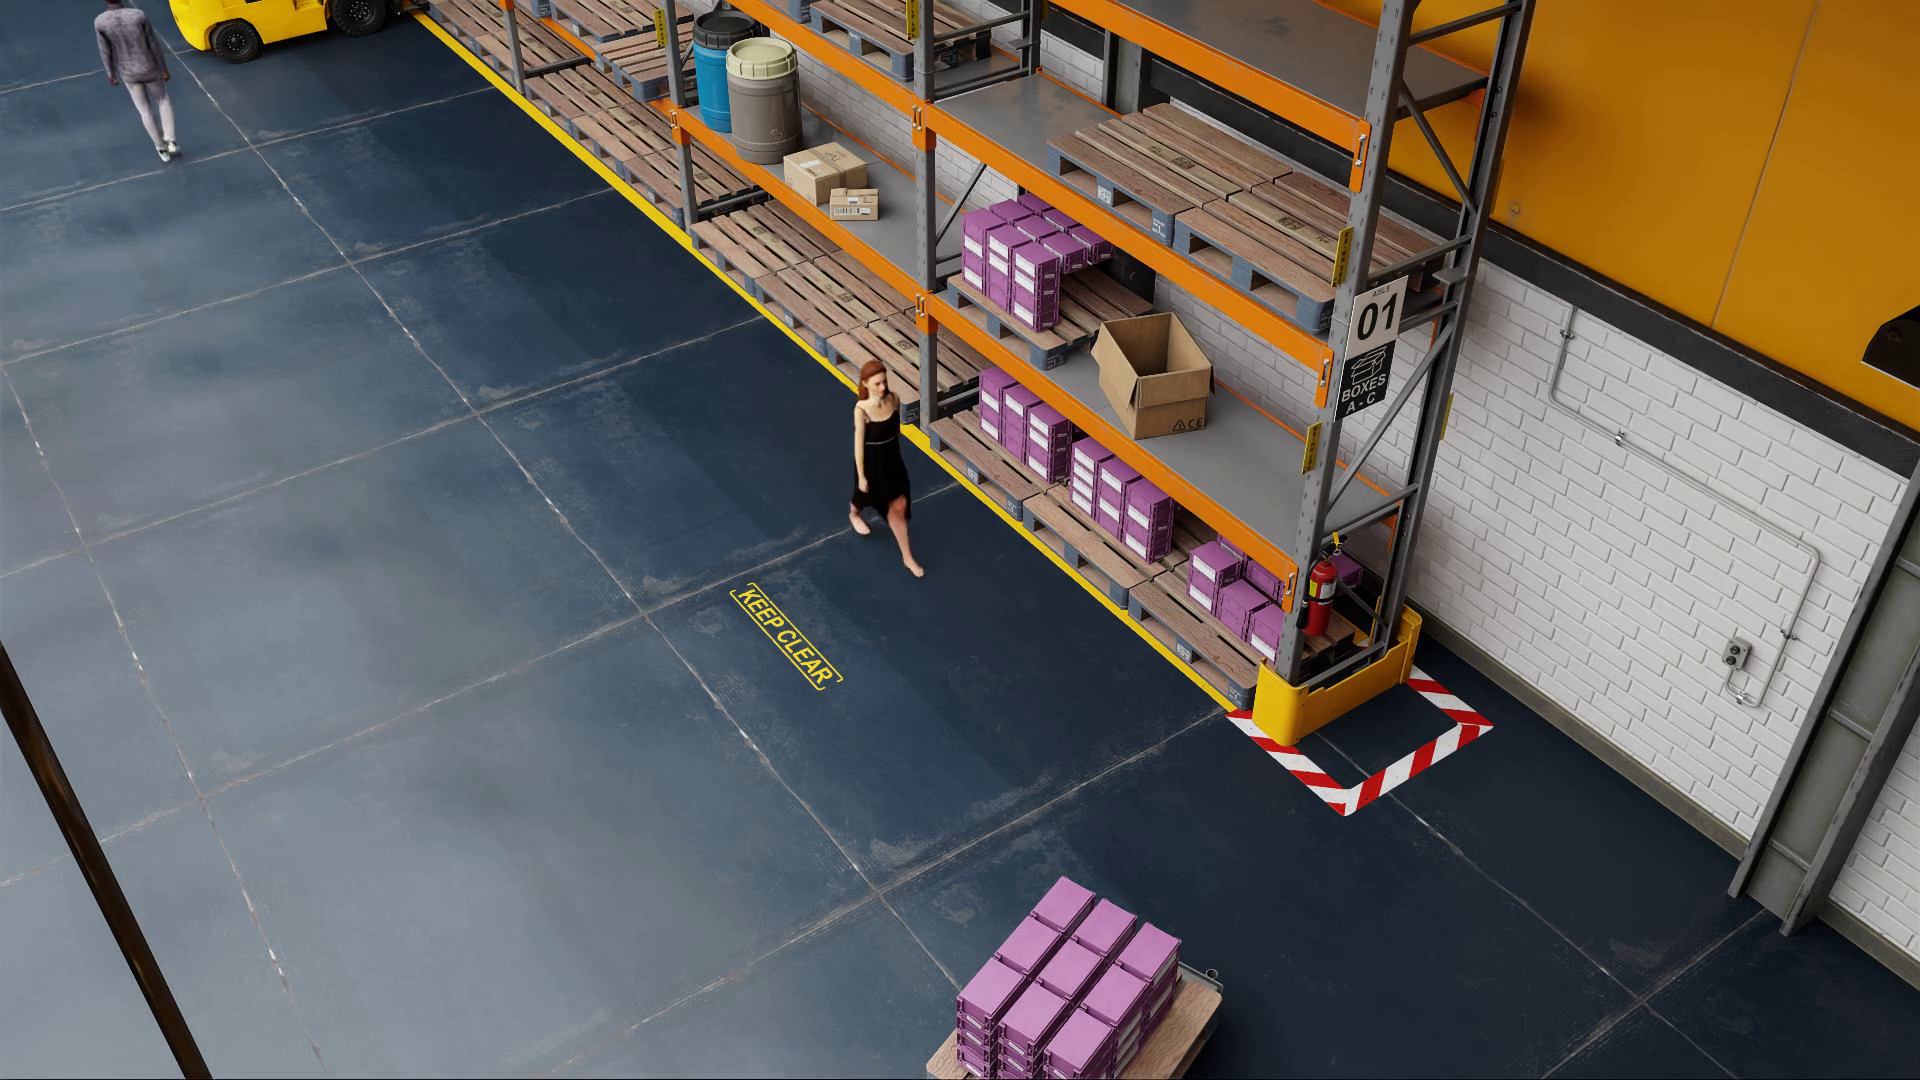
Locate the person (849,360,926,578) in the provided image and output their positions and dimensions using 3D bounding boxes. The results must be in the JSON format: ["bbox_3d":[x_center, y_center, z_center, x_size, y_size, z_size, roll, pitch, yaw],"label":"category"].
[{"bbox_3d":[-0.625,-0.568,11.624,0.568,1.573,1.091,-24,44,-27],"label":"person"}]

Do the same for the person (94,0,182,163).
[{"bbox_3d":[-8.118,-4.600,16.467,0.757,1.829,0.659,-16,41,-19],"label":"person"}]
